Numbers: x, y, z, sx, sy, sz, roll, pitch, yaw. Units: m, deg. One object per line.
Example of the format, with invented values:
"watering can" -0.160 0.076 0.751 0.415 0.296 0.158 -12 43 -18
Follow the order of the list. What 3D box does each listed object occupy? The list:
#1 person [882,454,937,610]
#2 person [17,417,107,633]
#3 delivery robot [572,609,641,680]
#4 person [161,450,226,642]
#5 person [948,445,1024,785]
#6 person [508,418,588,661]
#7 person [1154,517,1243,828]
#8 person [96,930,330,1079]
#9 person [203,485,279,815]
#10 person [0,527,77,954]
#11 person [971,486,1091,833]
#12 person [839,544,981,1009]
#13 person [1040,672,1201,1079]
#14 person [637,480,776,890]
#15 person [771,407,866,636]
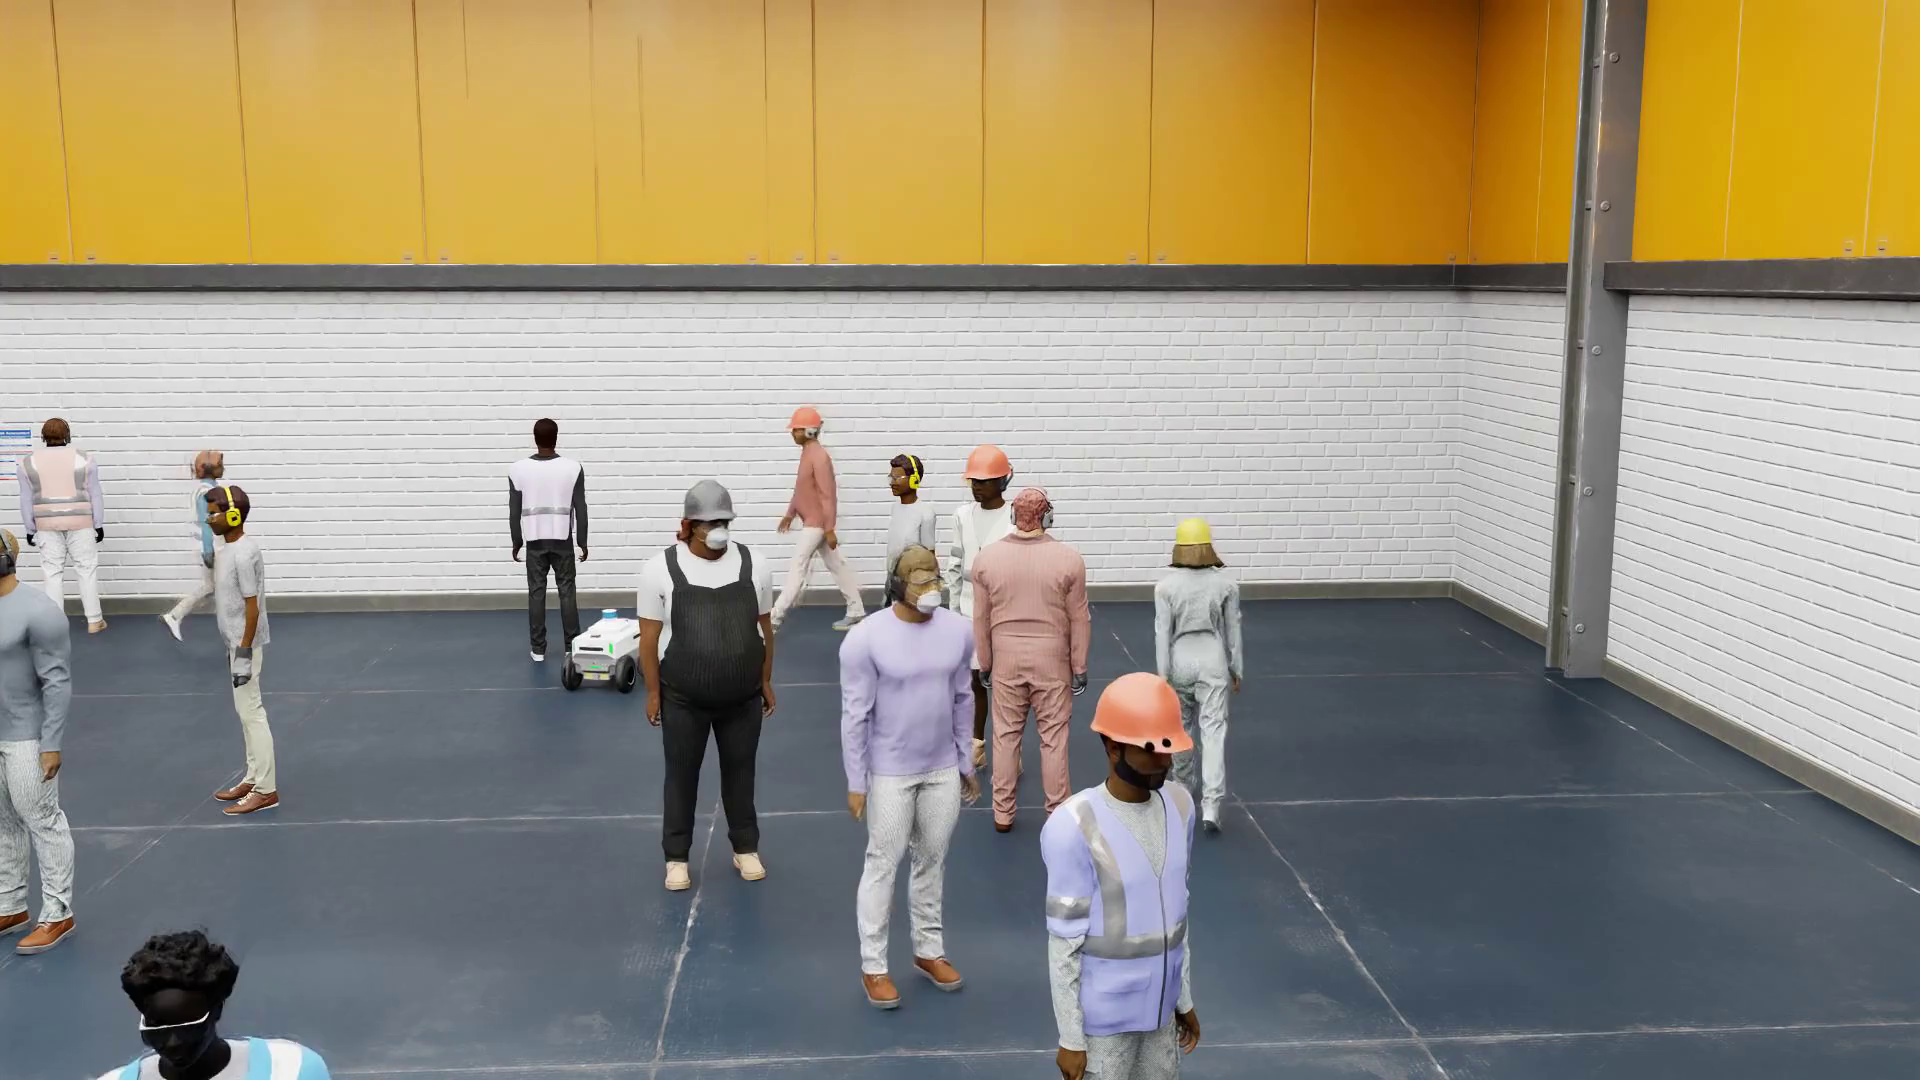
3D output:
"person" -0.355 0.362 10.978 0.328 1.872 0.512 -6 11 -35
"person" -7.562 -0.113 14.051 0.619 1.845 0.430 -4 10 -21
"delivery robot" -2.588 0.756 12.311 0.477 0.478 0.707 2 10 11
"person" -6.173 0.070 13.611 0.709 1.618 0.521 -3 10 -19
"person" 0.174 0.447 9.905 0.616 2.041 0.379 6 11 34
"person" -3.230 0.002 13.092 0.598 1.915 0.375 -1 9 -9
"person" 1.335 0.721 9.300 0.506 1.689 0.931 0 9 1
"person" -1.591 1.633 3.564 0.564 1.680 0.375 -3 9 -17
"person" -4.087 0.615 9.420 0.328 1.864 0.509 -5 10 -30
"person" -4.264 0.886 7.471 0.627 1.940 0.370 3 10 19
"person" 0.392 0.656 9.016 0.643 1.909 0.409 2 9 13
"person" -0.196 0.970 6.968 0.647 1.933 0.376 -6 11 -33
"person" 0.484 1.322 4.741 0.544 1.938 0.356 -8 12 -40
"person" -1.225 0.713 8.243 0.689 2.000 0.539 -3 10 -20
"person" -1.277 -0.159 14.051 1.086 1.933 0.612 -2 9 -9
